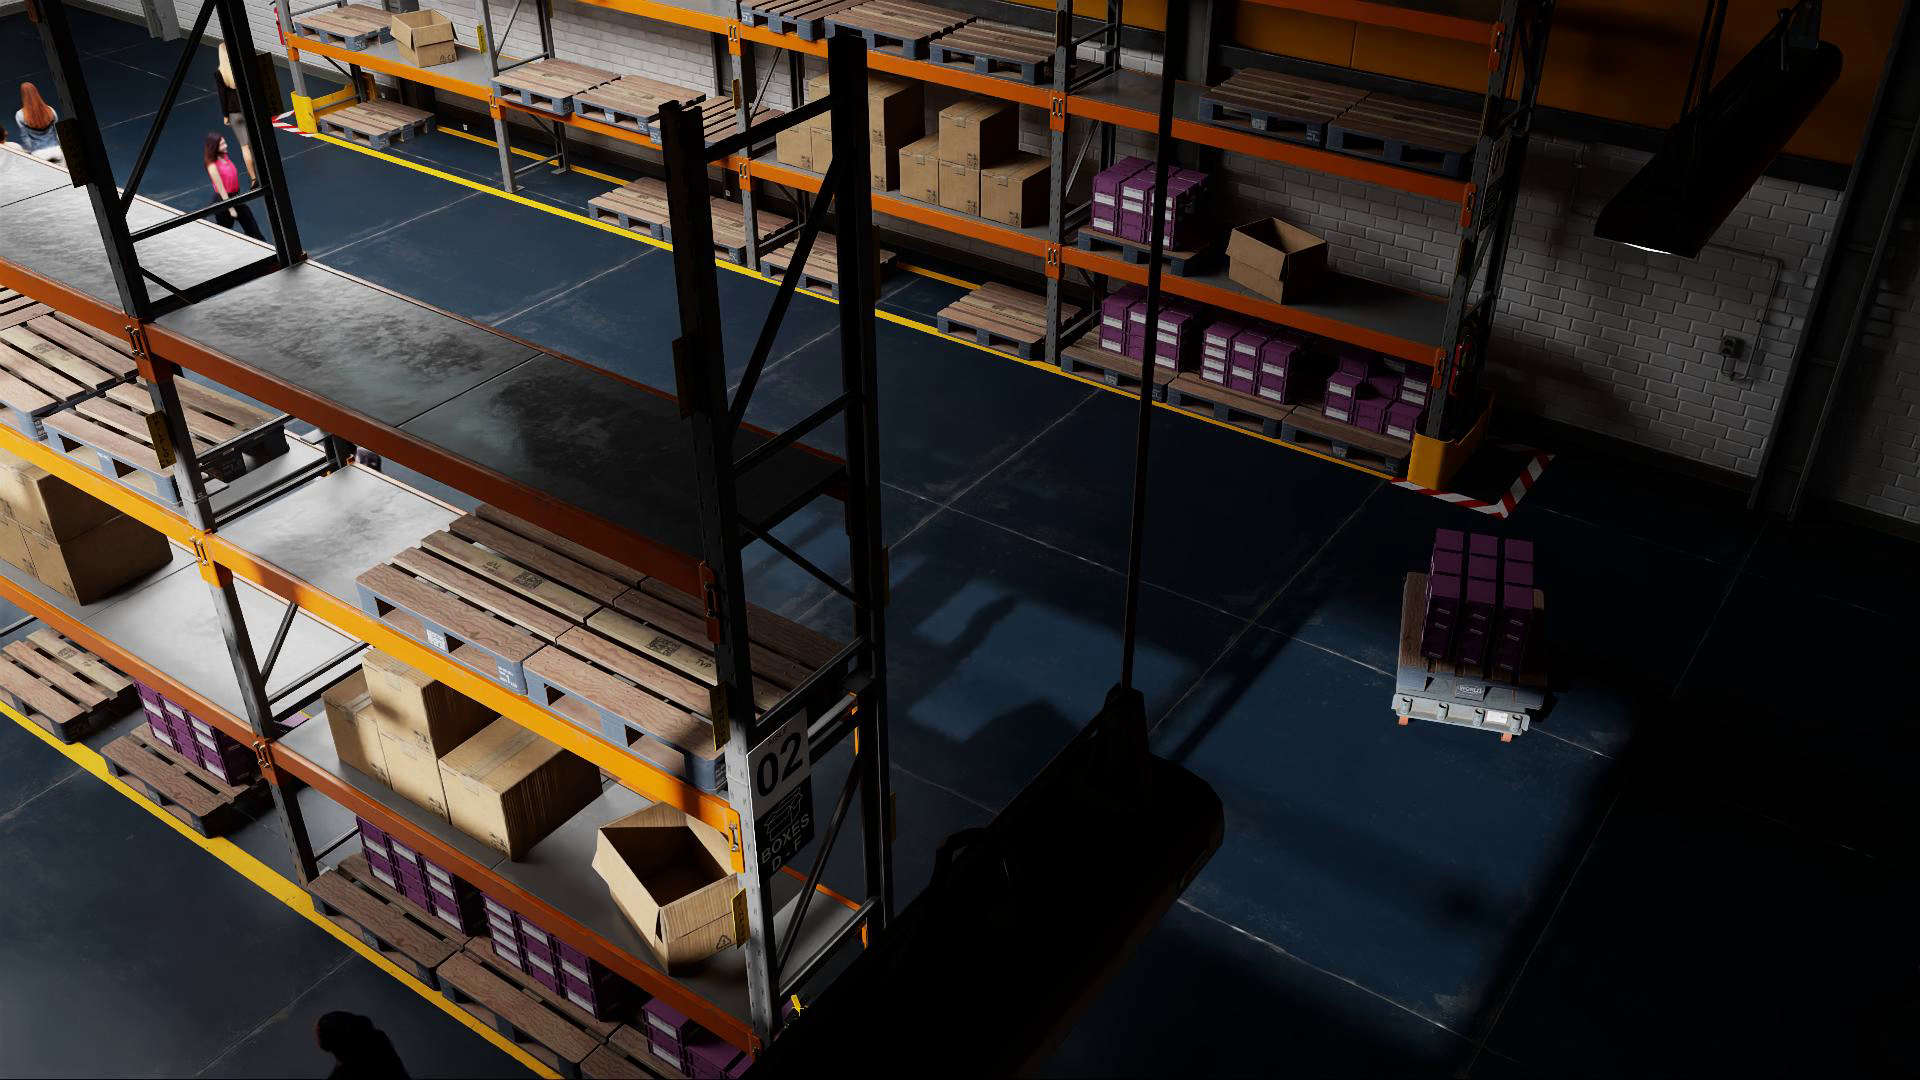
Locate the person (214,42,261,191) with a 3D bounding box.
[{"bbox_3d":[-8.761,-5.166,20.338,0.664,1.842,0.633,-25,41,-32],"label":"person"}]

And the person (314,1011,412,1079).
[{"bbox_3d":[-2.788,2.979,8.233,1.267,1.678,0.883,10,35,14],"label":"person"}]

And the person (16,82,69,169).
[{"bbox_3d":[-10.674,-4.505,19.473,0.649,1.698,0.589,-25,41,-33],"label":"person"}]

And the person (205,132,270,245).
[{"bbox_3d":[-8.091,-3.644,18.255,1.154,1.614,0.981,1,34,1],"label":"person"}]
